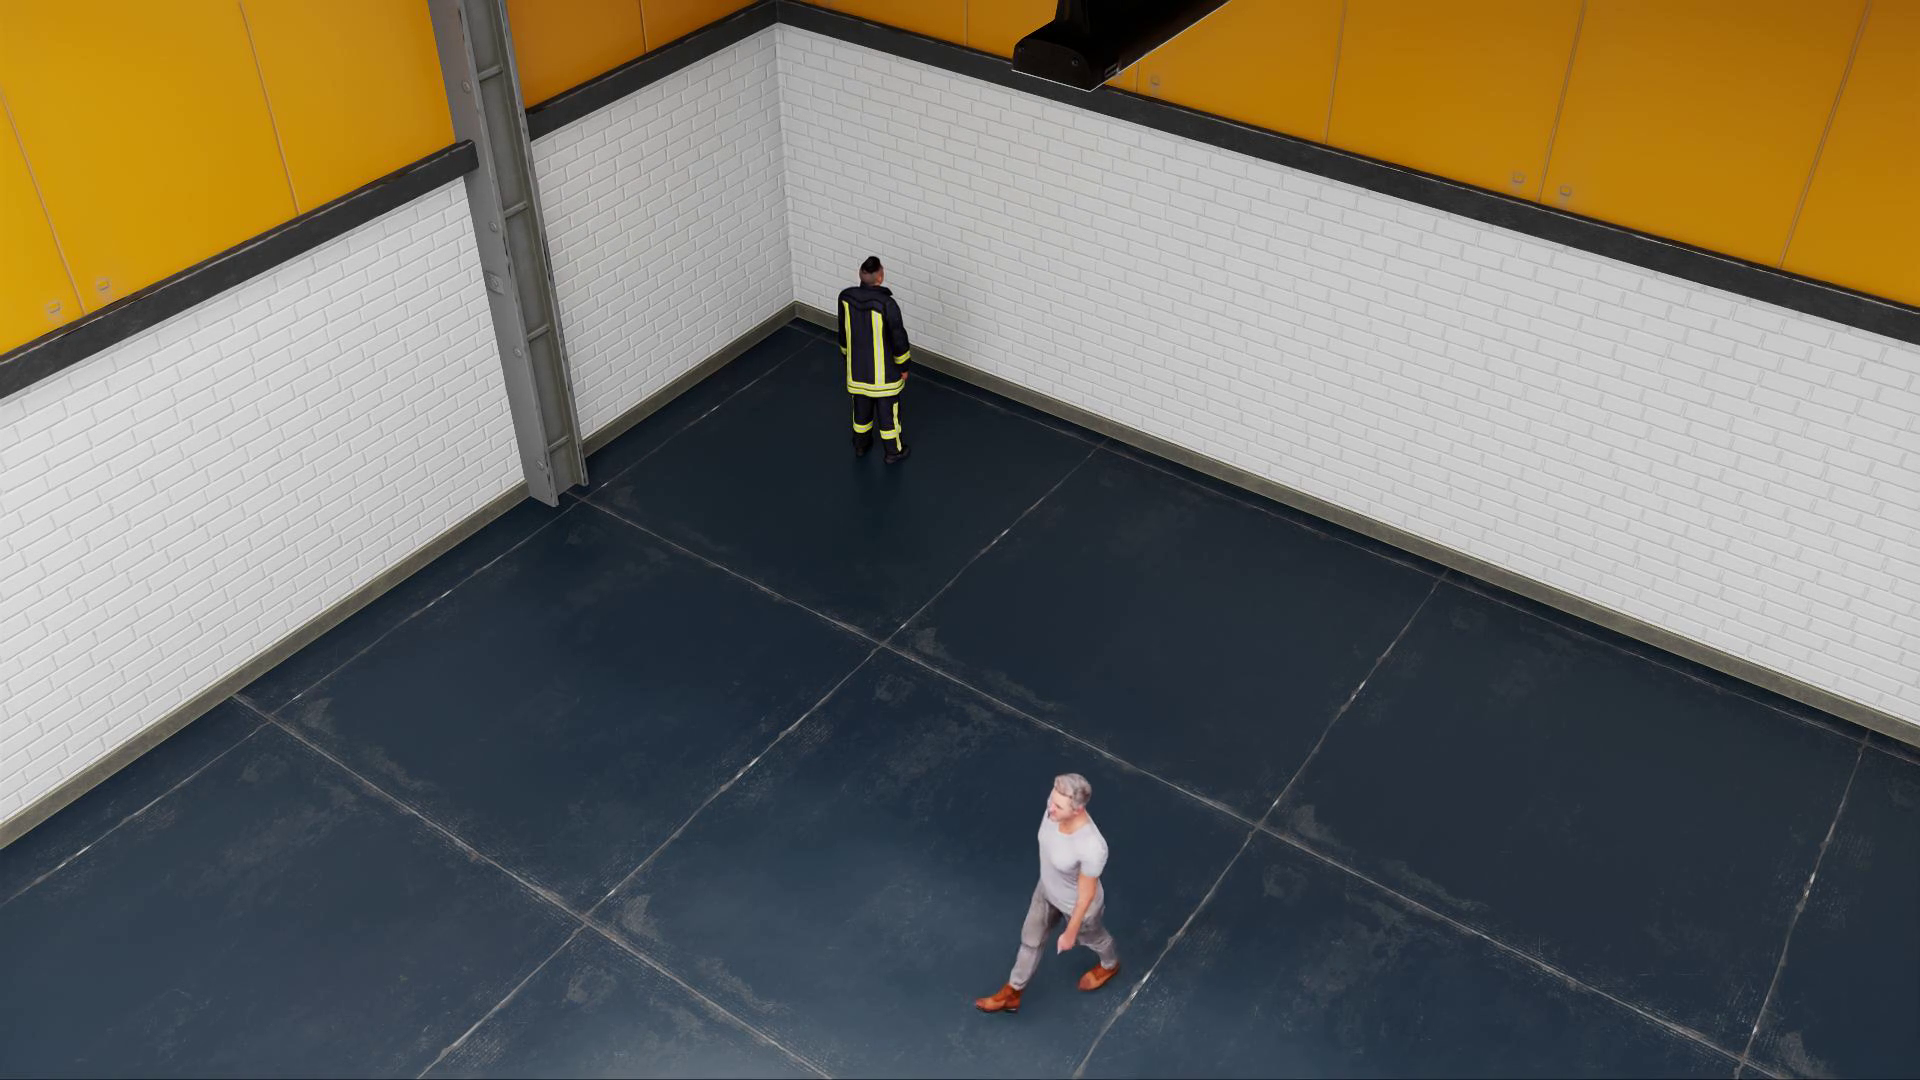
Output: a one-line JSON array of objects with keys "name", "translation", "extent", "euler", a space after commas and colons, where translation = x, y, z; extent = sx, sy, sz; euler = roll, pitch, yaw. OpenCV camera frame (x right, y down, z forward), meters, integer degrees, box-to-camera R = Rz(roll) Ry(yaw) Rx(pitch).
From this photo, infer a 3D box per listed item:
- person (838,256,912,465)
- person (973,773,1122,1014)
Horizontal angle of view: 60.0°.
[{"name": "person", "translation": [-0.682, -1.448, 13.201], "extent": [0.800, 1.861, 0.739], "euler": [17, 42, 20]}, {"name": "person", "translation": [0.686, 1.911, 9.058], "extent": [1.273, 1.782, 1.057], "euler": [-17, 42, -20]}]
